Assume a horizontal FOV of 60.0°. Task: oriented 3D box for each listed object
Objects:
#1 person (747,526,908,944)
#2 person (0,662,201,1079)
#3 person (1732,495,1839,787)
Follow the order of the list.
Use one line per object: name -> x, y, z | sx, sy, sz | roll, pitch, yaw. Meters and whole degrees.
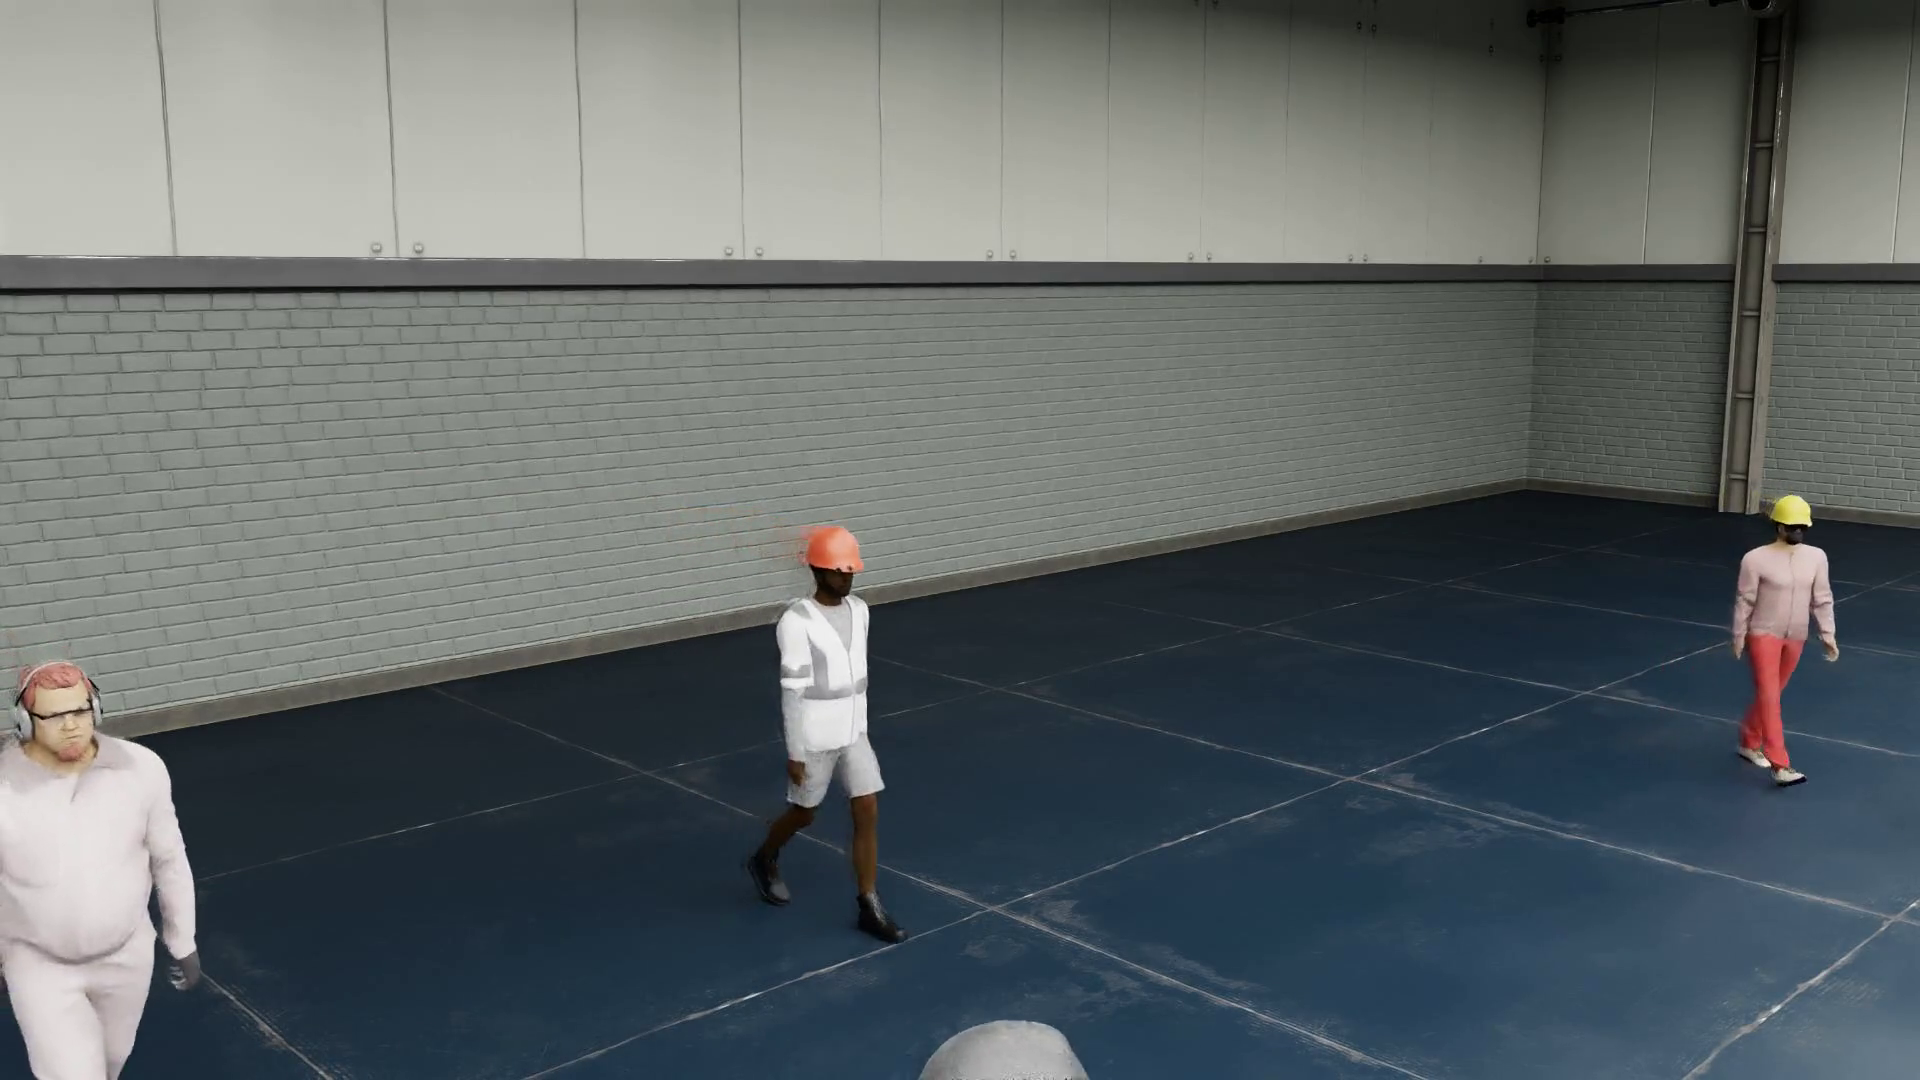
person -> -0.649, 0.860, 7.686 | 0.938, 1.903, 0.556 | 8, 12, 42
person -> -2.760, 1.275, 5.212 | 0.969, 1.867, 0.656 | 9, 12, 43
person -> 4.918, 0.592, 9.893 | 0.530, 1.719, 0.894 | -1, 9, -8
